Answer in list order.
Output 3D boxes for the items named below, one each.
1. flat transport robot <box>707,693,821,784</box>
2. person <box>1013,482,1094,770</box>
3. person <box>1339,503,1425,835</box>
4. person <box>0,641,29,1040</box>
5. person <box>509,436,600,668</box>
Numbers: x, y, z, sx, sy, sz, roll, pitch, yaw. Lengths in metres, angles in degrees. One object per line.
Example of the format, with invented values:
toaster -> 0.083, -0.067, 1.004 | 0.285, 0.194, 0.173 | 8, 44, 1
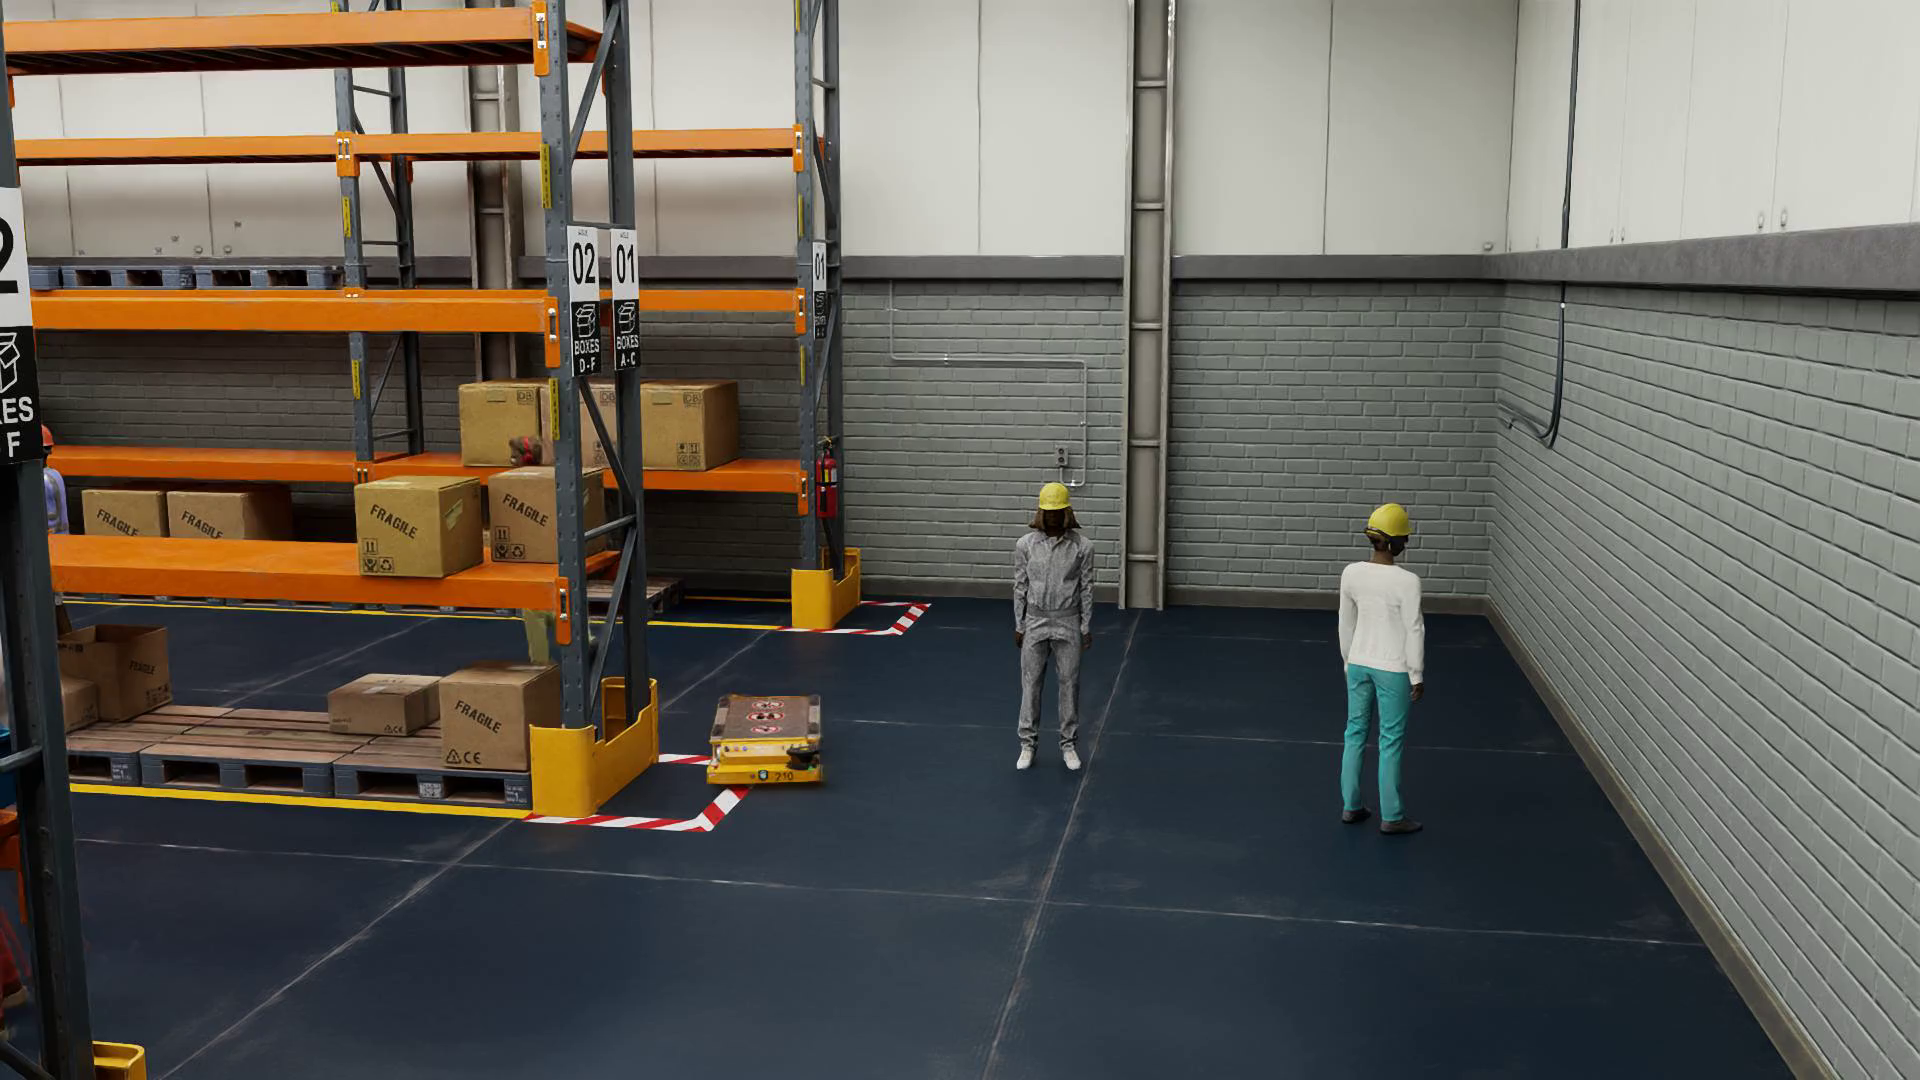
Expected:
flat transport robot -> -1.190, 1.204, 10.289 | 0.652, 0.197, 1.431 | -1, 9, -4
person -> 0.560, 0.520, 9.983 | 0.484, 1.744, 0.295 | 0, 9, 2
person -> 2.257, 0.684, 8.889 | 0.314, 1.769, 0.523 | -7, 12, -39
person -> -3.837, 0.992, 6.354 | 0.500, 1.967, 0.661 | -8, 12, -40
person -> -2.928, 0.159, 11.911 | 0.583, 1.832, 0.597 | -1, 9, -4
